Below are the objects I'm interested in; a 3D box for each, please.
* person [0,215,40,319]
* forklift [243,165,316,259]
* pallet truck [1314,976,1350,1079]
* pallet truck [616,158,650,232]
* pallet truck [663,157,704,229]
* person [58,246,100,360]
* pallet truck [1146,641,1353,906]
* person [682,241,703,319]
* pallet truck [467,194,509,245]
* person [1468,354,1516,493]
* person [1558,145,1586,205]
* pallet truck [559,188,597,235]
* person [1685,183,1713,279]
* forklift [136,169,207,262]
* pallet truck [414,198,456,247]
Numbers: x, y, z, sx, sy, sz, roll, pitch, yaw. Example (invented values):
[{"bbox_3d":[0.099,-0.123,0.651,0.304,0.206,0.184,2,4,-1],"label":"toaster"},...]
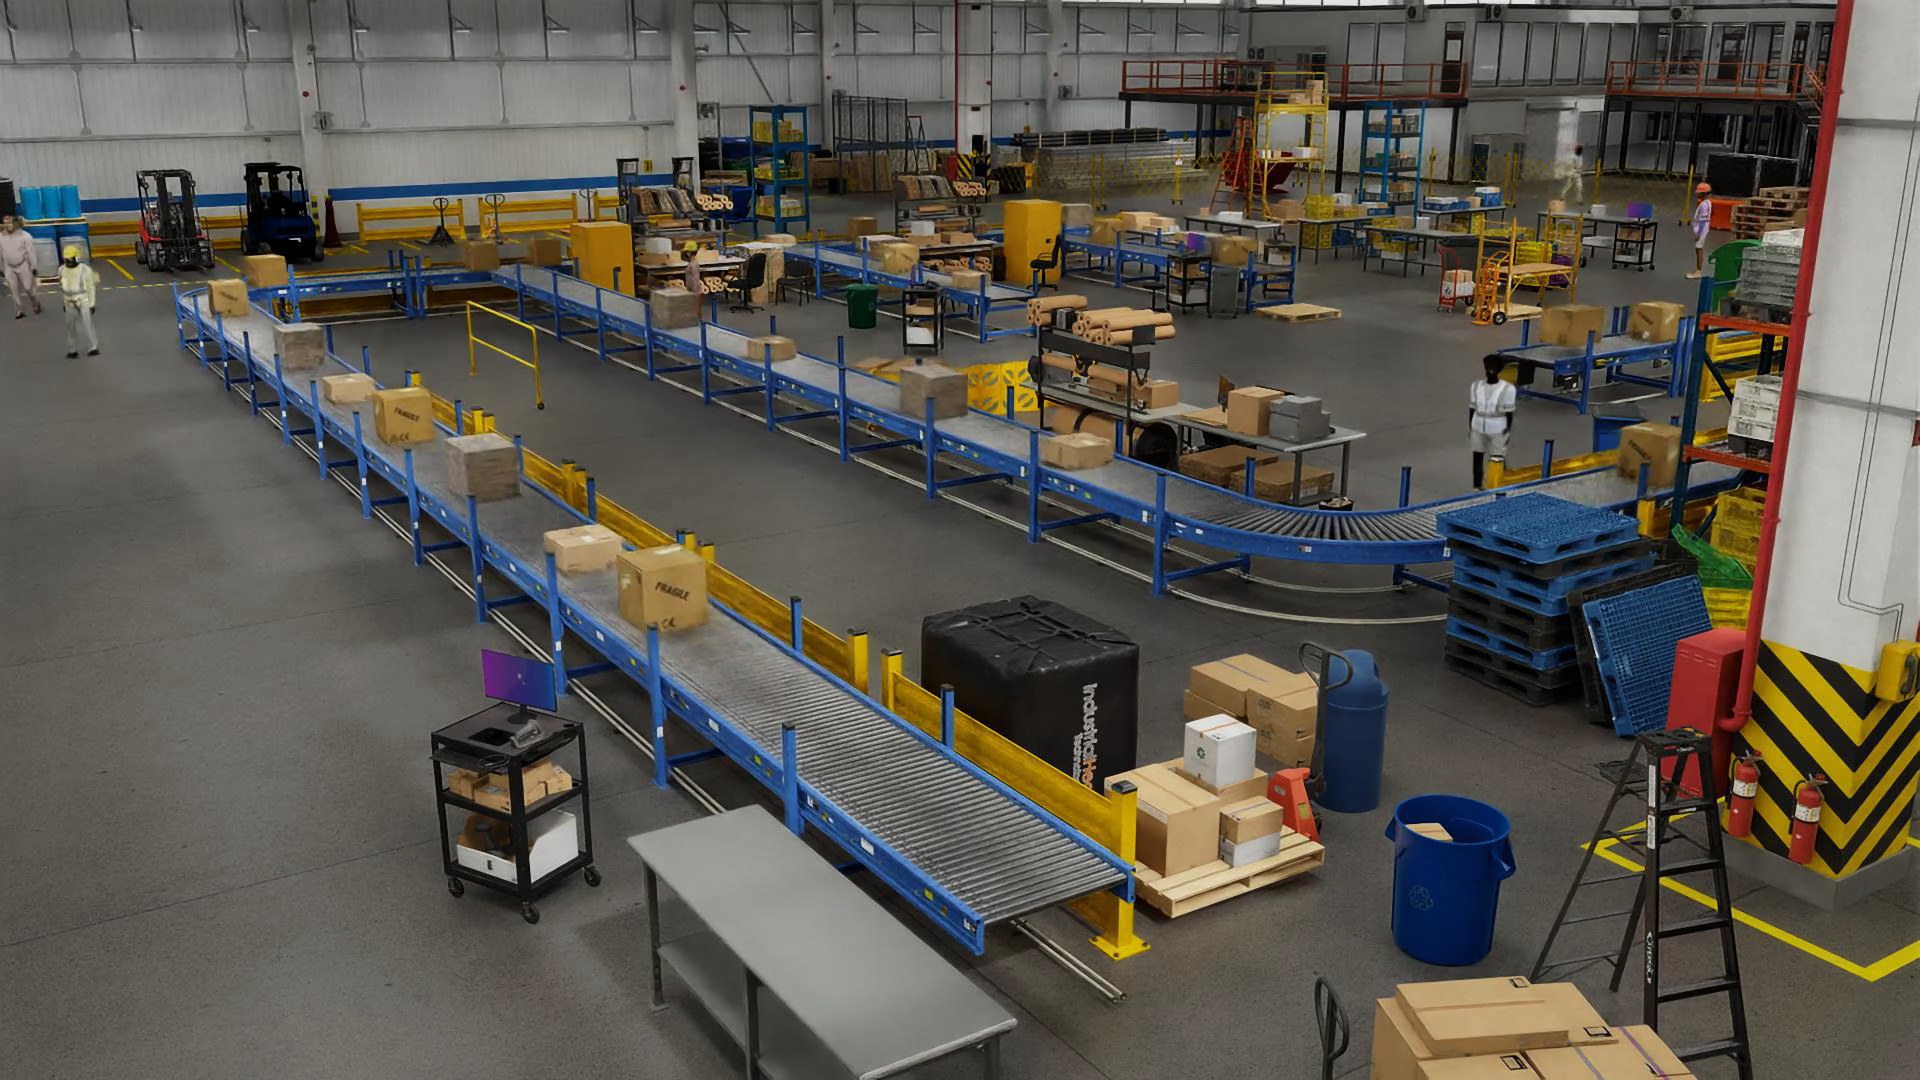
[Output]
[{"bbox_3d":[-17.390,-5.038,30.668,0.661,1.894,0.456,-3,17,-10],"label":"person"},{"bbox_3d":[-15.898,-7.669,38.708,1.157,1.987,2.680,-11,20,-33],"label":"forklift"},{"bbox_3d":[2.299,2.390,7.086,1.601,1.201,0.680,-2,17,-7],"label":"pallet truck"},{"bbox_3d":[-8.918,-9.176,44.255,0.823,1.965,1.885,-9,19,-27],"label":"pallet truck"},{"bbox_3d":[-7.586,-9.308,44.692,0.823,1.965,1.885,-11,20,-33],"label":"pallet truck"},{"bbox_3d":[-14.202,-3.801,26.693,0.636,1.801,0.761,1,17,3],"label":"person"},{"bbox_3d":[1.664,1.407,10.232,1.630,1.274,0.653,-10,20,-31],"label":"pallet truck"},{"bbox_3d":[-4.457,-4.104,27.768,0.307,1.772,0.525,-4,17,-13],"label":"person"},{"bbox_3d":[-11.983,-8.177,42.137,0.704,1.261,1.522,-11,20,-33],"label":"pallet truck"},{"bbox_3d":[5.860,-1.231,18.343,0.537,1.686,0.481,13,21,37],"label":"person"},{"bbox_3d":[19.184,-11.404,51.951,0.578,1.843,0.973,-7,18,-21],"label":"person"},{"bbox_3d":[-10.010,-8.652,43.699,0.653,1.274,1.630,-10,20,-31],"label":"pallet truck"},{"bbox_3d":[15.863,-6.621,35.668,0.365,2.048,0.608,7,18,23],"label":"person"},{"bbox_3d":[-17.842,-7.318,37.559,1.157,1.987,2.680,-10,20,-31],"label":"forklift"},{"bbox_3d":[-13.250,-8.060,41.856,0.680,1.201,1.601,-10,20,-31],"label":"pallet truck"}]
